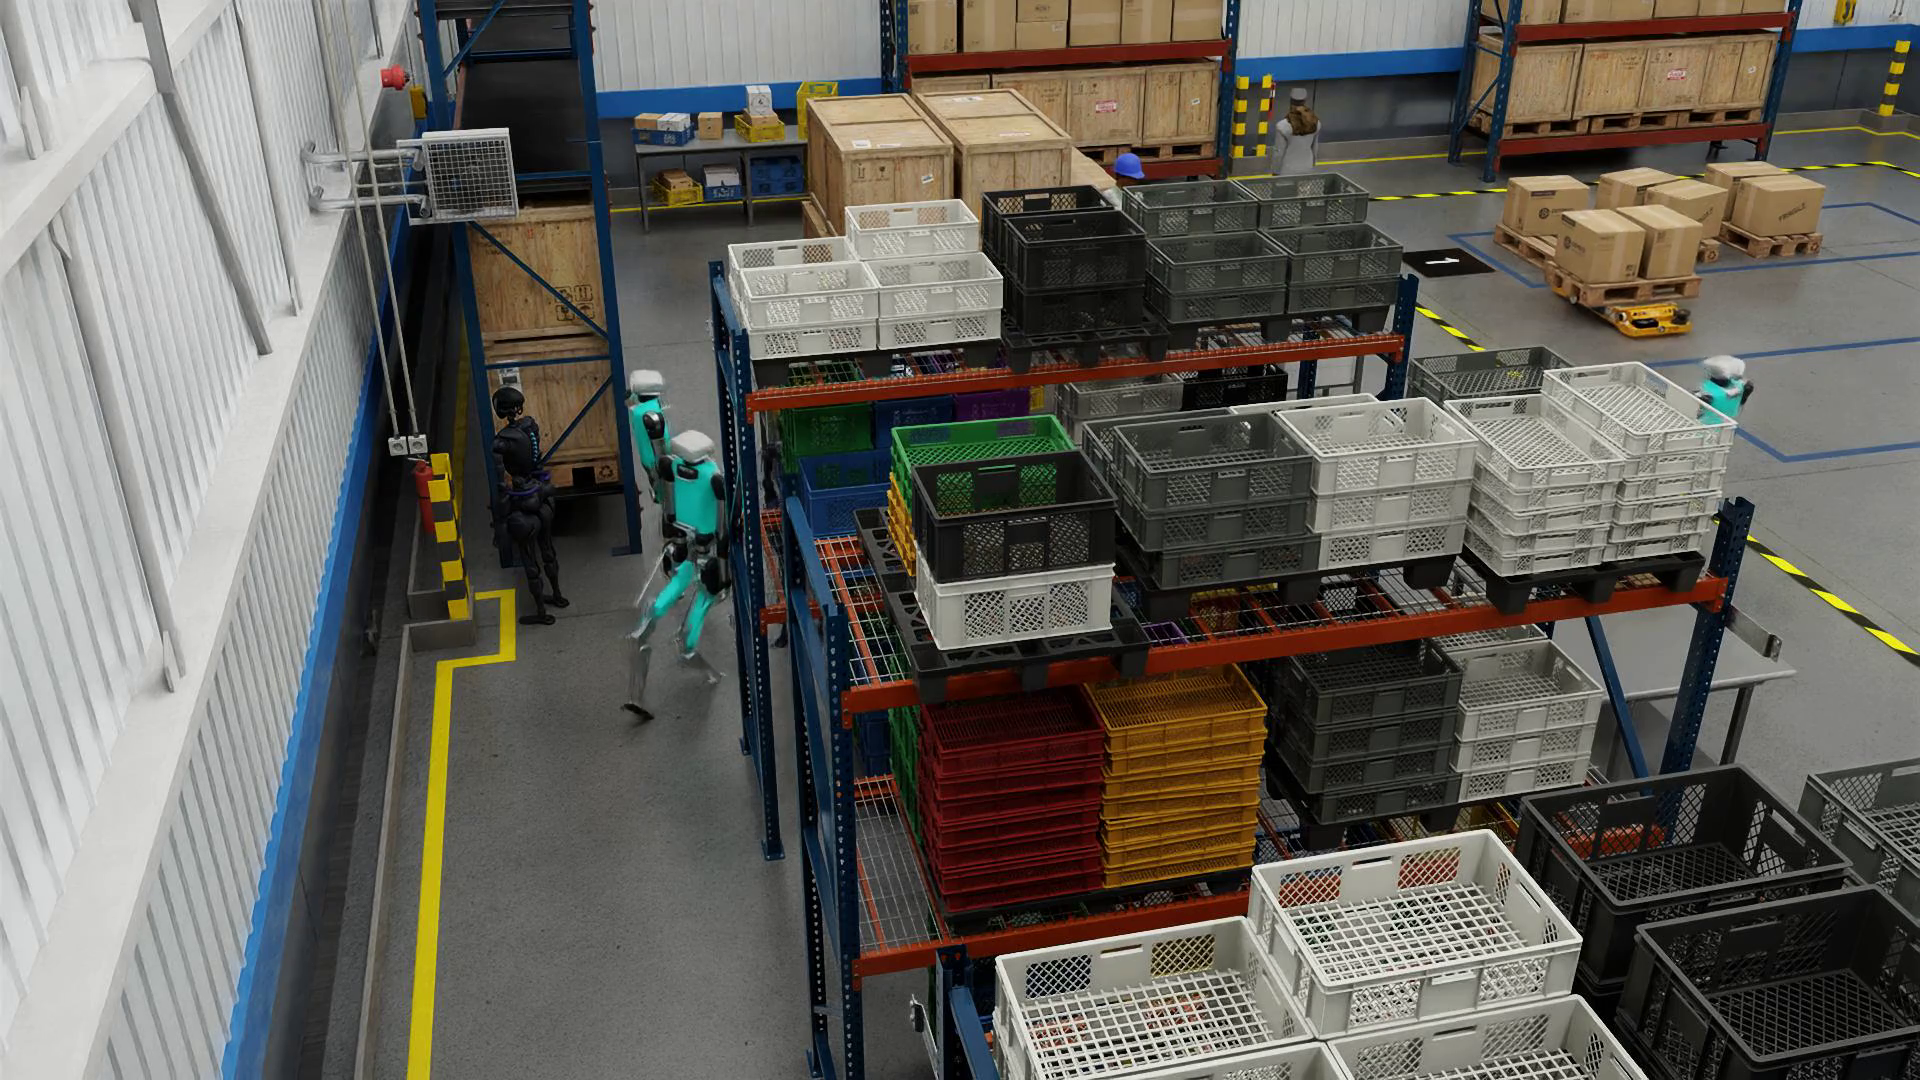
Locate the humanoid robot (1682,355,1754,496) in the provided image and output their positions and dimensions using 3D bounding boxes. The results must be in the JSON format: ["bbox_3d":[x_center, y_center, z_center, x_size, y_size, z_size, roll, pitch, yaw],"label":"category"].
[{"bbox_3d":[4.907,-0.519,11.513,0.540,1.752,1.047,-15,31,-26],"label":"humanoid robot"}]

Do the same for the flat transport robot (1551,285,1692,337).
[{"bbox_3d":[6.564,-2.379,16.530,0.652,0.197,1.431,-6,28,-12],"label":"flat transport robot"}]

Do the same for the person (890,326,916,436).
[{"bbox_3d":[-0.410,-0.641,11.540,0.573,1.876,0.339,19,33,31],"label":"person"}]

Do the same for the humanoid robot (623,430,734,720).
[{"bbox_3d":[-1.770,0.295,9.949,0.530,1.773,0.965,18,32,30],"label":"humanoid robot"}]

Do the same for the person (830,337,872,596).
[{"bbox_3d":[-0.732,-0.518,11.124,0.365,2.048,0.606,-7,29,-14],"label":"person"}]

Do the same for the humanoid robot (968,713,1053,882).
[{"bbox_3d":[0.322,1.155,8.401,0.805,1.617,0.599,-4,28,-8],"label":"humanoid robot"}]

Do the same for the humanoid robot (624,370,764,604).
[{"bbox_3d":[-1.710,-0.362,11.177,0.971,1.771,0.558,-12,30,-22],"label":"humanoid robot"}]

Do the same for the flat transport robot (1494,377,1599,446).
[{"bbox_3d":[4.780,-1.036,14.013,0.659,0.231,1.431,-6,28,-12],"label":"flat transport robot"}]

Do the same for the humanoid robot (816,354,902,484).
[{"bbox_3d":[-0.784,-0.544,11.490,0.849,1.742,0.554,12,30,22],"label":"humanoid robot"}]

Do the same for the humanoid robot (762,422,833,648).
[{"bbox_3d":[-1.011,-0.101,10.732,0.600,1.649,0.561,18,33,30],"label":"humanoid robot"}]

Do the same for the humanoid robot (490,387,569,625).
[{"bbox_3d":[-2.865,-0.228,10.952,0.315,1.657,0.599,8,29,14],"label":"humanoid robot"}]

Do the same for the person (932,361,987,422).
[{"bbox_3d":[0.052,-0.403,11.139,0.403,1.829,0.589,21,34,34],"label":"person"}]

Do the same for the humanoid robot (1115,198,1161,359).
[{"bbox_3d":[1.568,-2.204,14.722,0.585,1.636,0.542,2,28,4],"label":"humanoid robot"}]

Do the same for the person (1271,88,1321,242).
[{"bbox_3d":[3.616,-4.002,18.029,0.569,1.766,0.397,-12,30,-22],"label":"person"}]

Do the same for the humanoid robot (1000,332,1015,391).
[{"bbox_3d":[-0.006,-0.640,11.707,0.813,1.789,0.532,-8,29,-15],"label":"humanoid robot"}]

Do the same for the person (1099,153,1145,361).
[{"bbox_3d":[1.448,-2.556,15.111,0.612,1.939,0.413,-22,35,-36],"label":"person"}]
